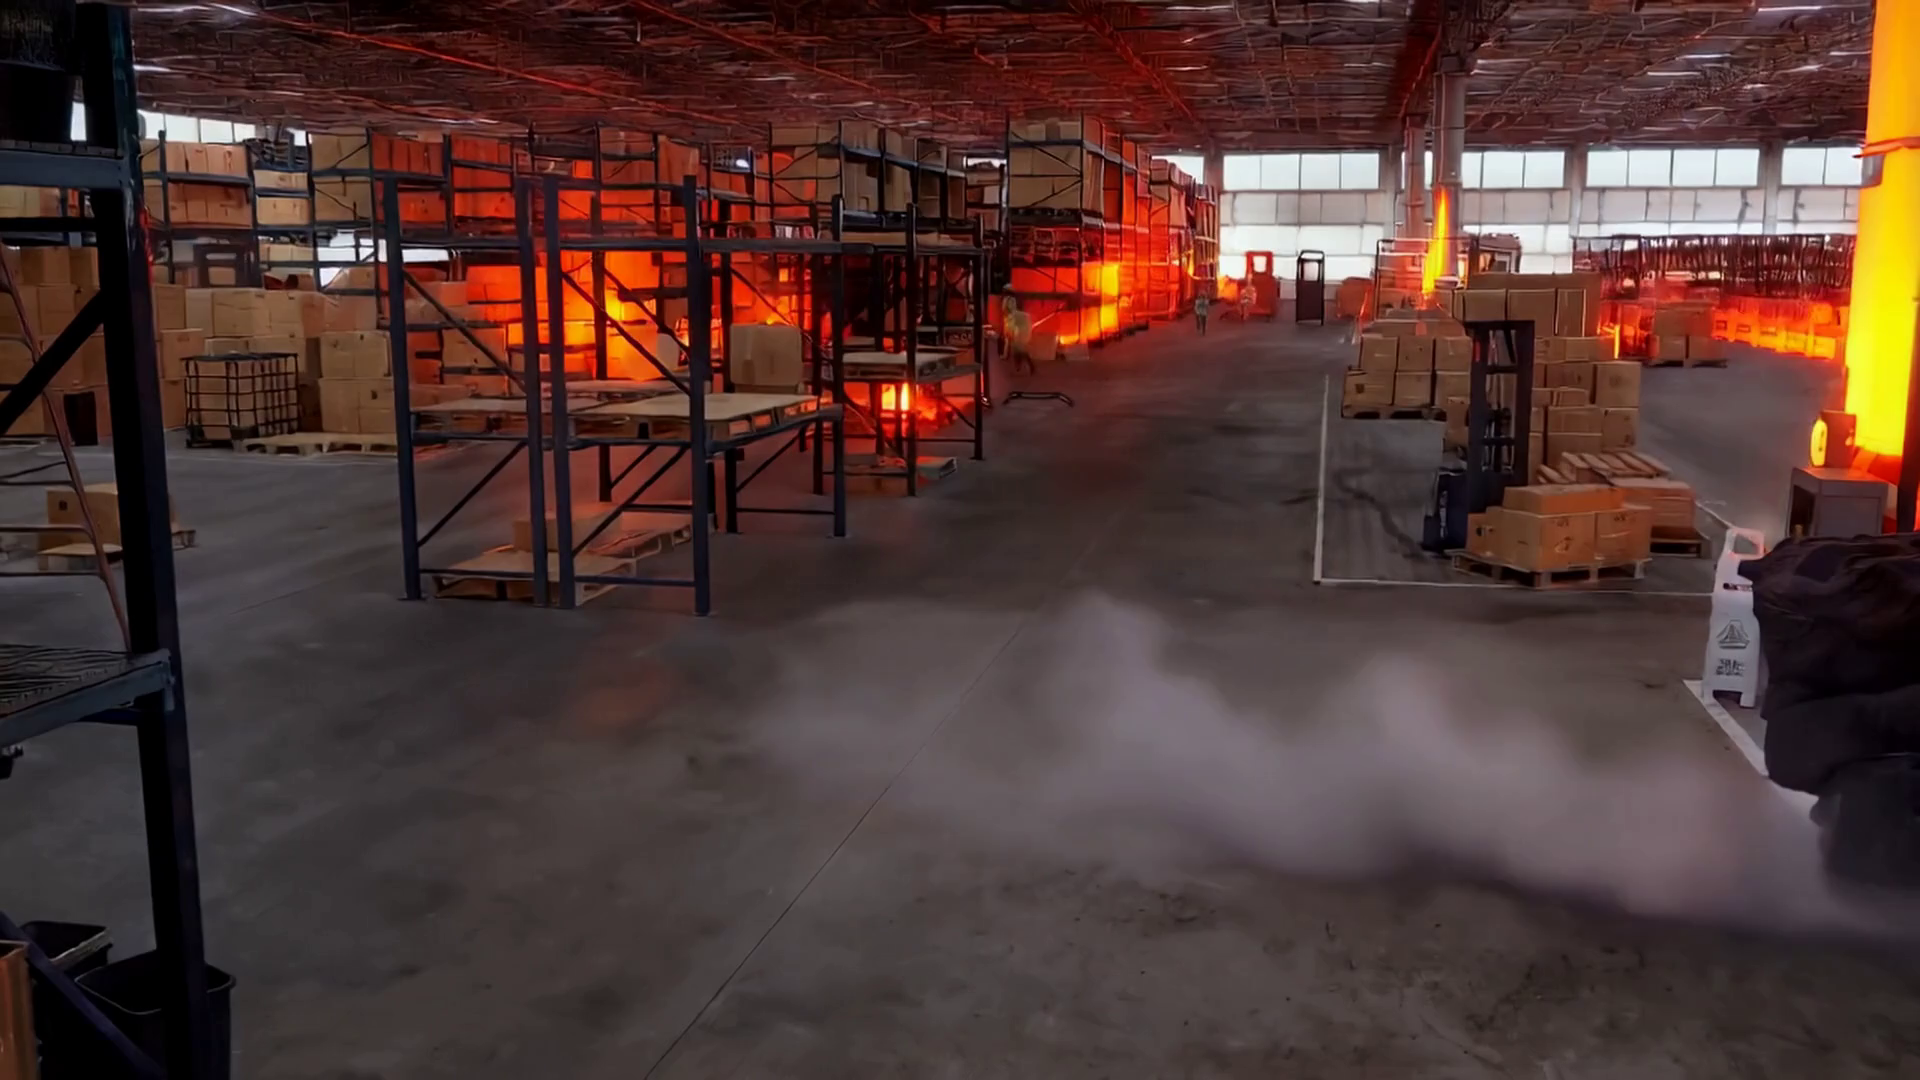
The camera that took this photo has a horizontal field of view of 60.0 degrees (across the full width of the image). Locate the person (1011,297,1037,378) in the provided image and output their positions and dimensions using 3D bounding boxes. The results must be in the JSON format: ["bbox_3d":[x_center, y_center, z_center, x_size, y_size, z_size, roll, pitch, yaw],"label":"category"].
[{"bbox_3d":[1.311,-4.199,34.579,0.471,1.683,0.549,7,12,36],"label":"person"}]

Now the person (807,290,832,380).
[{"bbox_3d":[-2.677,-4.065,33.294,1.024,1.868,0.590,-9,13,-44],"label":"person"}]

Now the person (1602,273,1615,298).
[{"bbox_3d":[28.971,-10.985,74.205,0.672,1.877,0.531,-9,13,-43],"label":"person"}]

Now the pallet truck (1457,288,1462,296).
[{"bbox_3d":[20.506,-9.785,68.819,0.653,1.274,1.630,2,10,12],"label":"pallet truck"}]

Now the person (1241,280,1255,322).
[{"bbox_3d":[11.343,-9.392,65.407,0.552,1.669,0.732,2,10,14],"label":"person"}]

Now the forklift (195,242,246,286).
[{"bbox_3d":[-15.769,-4.973,35.657,1.129,2.768,1.873,-6,11,-31],"label":"forklift"}]

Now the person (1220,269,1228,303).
[{"bbox_3d":[14.964,-14.381,94.148,0.549,1.936,0.376,9,13,41],"label":"person"}]

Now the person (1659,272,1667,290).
[{"bbox_3d":[37.172,-13.267,87.995,0.412,1.786,0.632,-9,13,-42],"label":"person"}]

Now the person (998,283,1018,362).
[{"bbox_3d":[1.143,-5.251,40.205,0.565,1.895,0.675,7,12,35],"label":"person"}]

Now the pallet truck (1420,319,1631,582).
[{"bbox_3d":[4.543,-0.757,13.299,0.823,1.965,1.885,-4,10,-22],"label":"pallet truck"}]

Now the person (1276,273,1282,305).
[{"bbox_3d":[17.095,-13.465,89.341,0.417,1.726,0.497,8,12,39],"label":"person"}]

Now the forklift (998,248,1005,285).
[{"bbox_3d":[1.722,-8.030,53.755,1.129,2.768,1.873,2,10,12],"label":"forklift"}]

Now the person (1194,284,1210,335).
[{"bbox_3d":[7.907,-7.536,54.433,0.533,1.662,0.824,3,10,15],"label":"person"}]

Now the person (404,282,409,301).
[{"bbox_3d":[-14.337,-5.735,43.074,0.582,1.895,0.655,1,10,7],"label":"person"}]

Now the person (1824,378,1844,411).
[{"bbox_3d":[6.909,-0.628,12.973,0.581,1.850,0.533,-6,11,-33],"label":"person"}]

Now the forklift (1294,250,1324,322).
[{"bbox_3d":[13.778,-10.002,65.433,1.129,2.768,1.873,2,10,12],"label":"forklift"}]

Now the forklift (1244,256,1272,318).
[{"bbox_3d":[12.631,-10.804,70.182,1.129,2.768,1.873,2,10,12],"label":"forklift"}]
